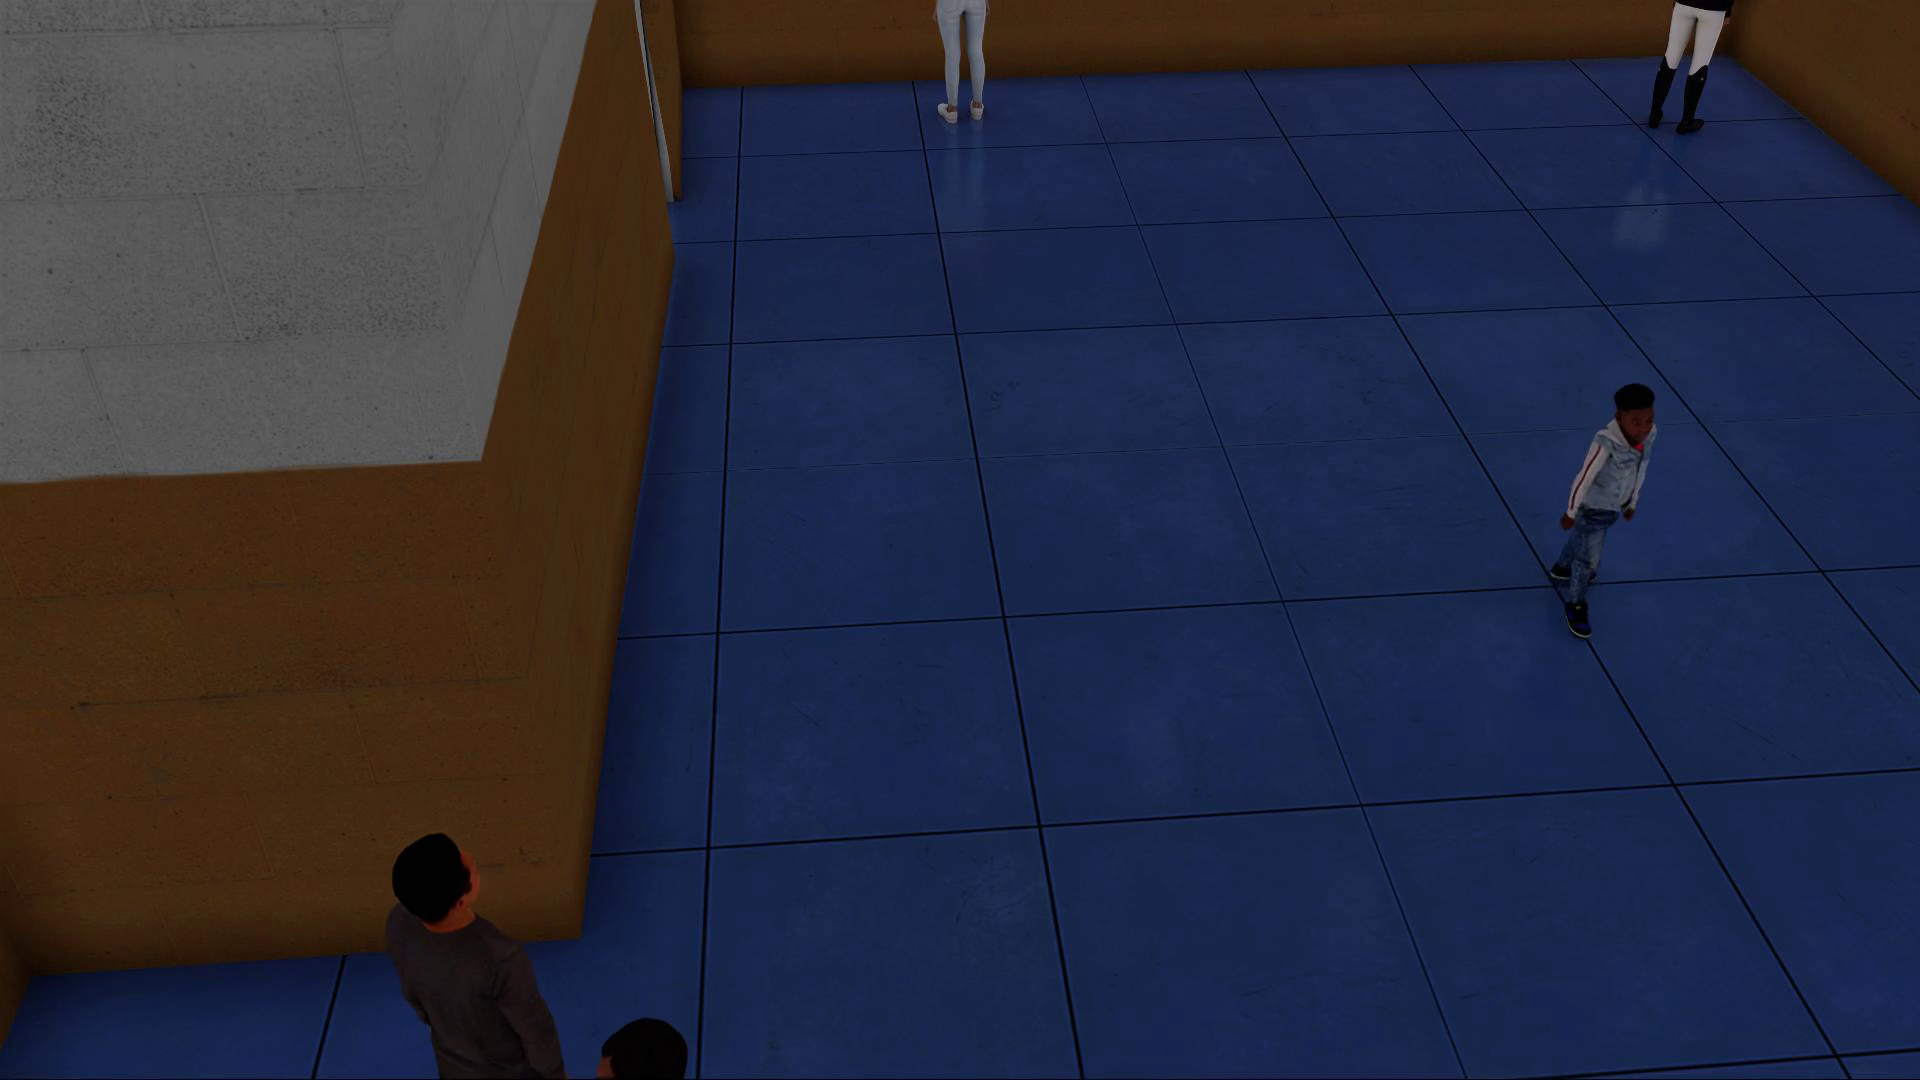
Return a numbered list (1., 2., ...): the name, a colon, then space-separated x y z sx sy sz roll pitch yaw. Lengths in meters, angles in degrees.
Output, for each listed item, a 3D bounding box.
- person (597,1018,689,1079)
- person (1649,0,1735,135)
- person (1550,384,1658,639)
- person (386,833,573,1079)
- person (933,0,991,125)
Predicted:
1. person: -0.763 1.839 4.376 0.706 1.741 0.664 -31 47 -34
2. person: 5.265 -3.762 11.835 0.660 1.729 0.719 27 44 31
3. person: 2.892 -0.207 7.525 0.722 1.233 0.754 -20 41 -25
4. person: -1.368 1.503 4.801 0.664 1.768 0.777 -11 38 -15
5. person: 0.014 -3.879 11.986 0.546 1.751 0.669 -8 38 -11
